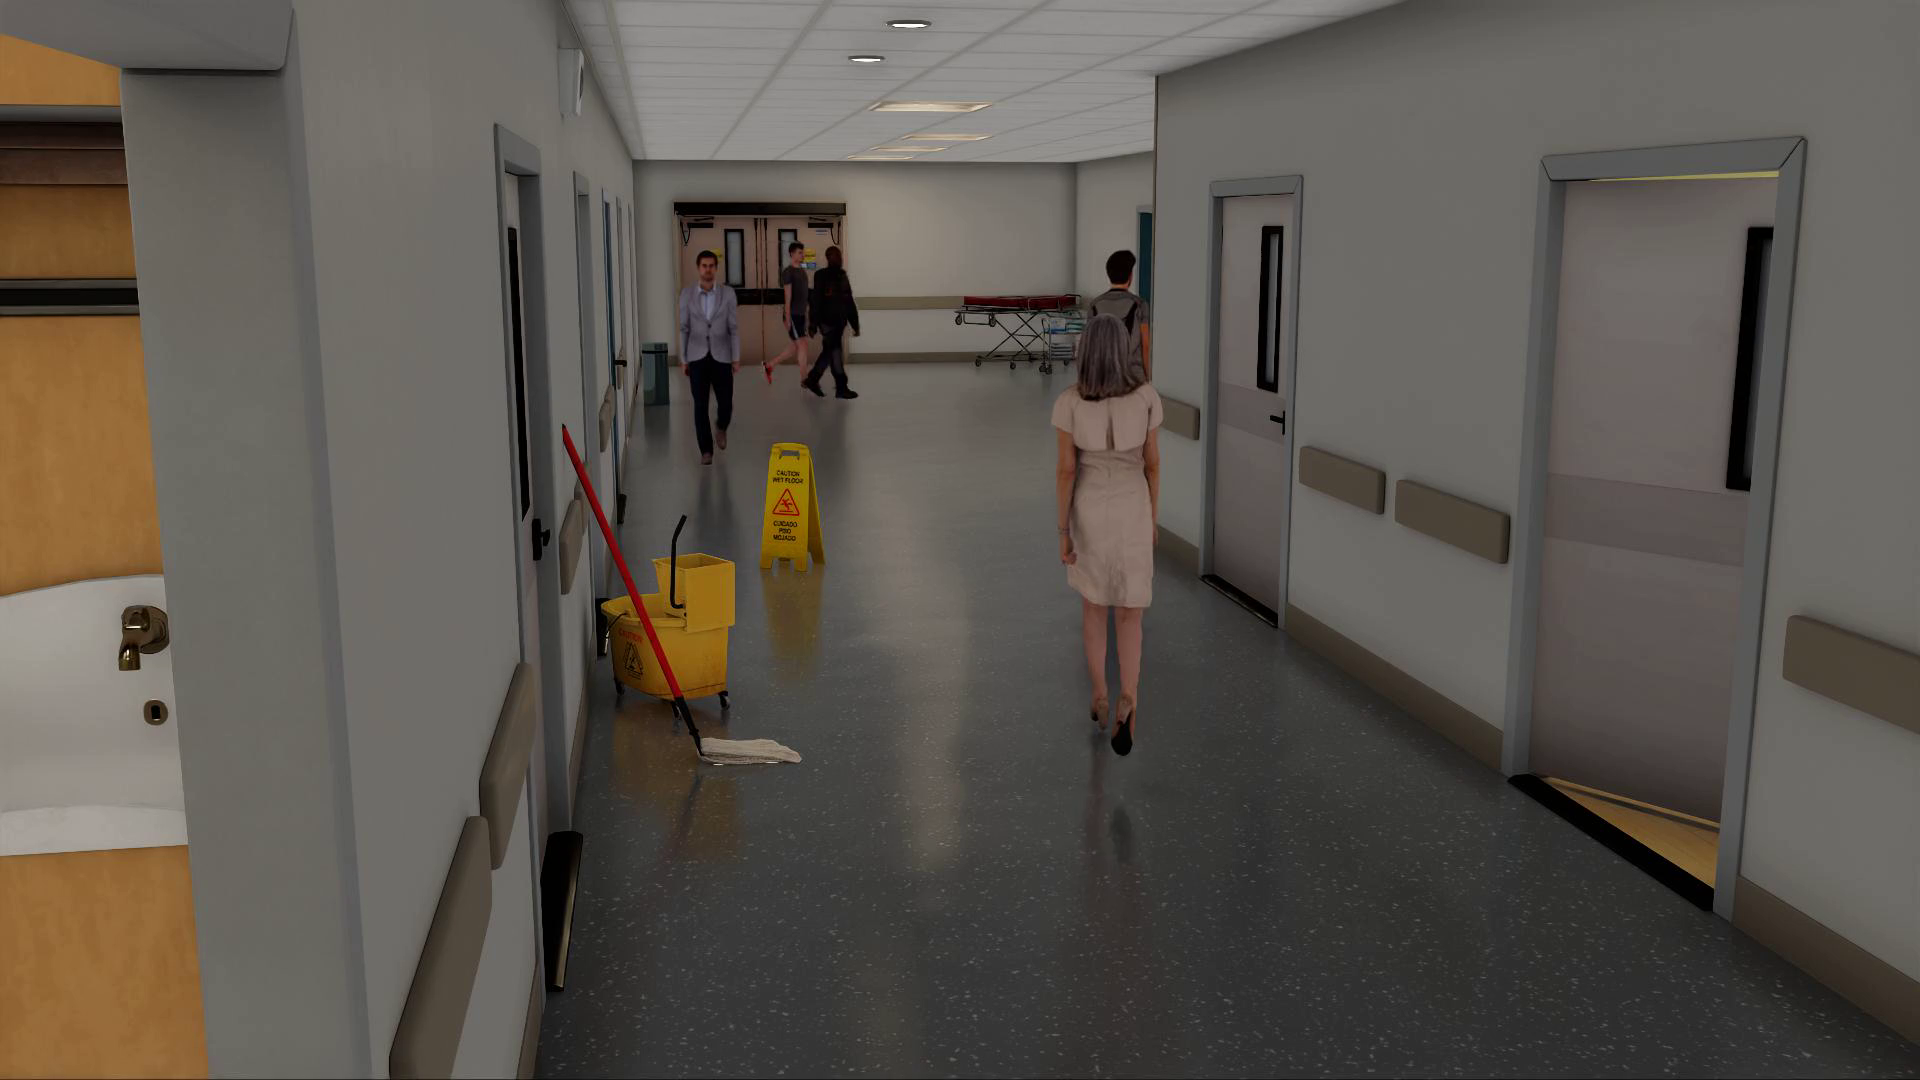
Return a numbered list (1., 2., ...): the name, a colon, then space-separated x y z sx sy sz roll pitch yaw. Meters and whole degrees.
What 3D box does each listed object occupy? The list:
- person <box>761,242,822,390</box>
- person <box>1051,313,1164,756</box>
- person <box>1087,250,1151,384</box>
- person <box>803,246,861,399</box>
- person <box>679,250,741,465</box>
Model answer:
1. person: -2.148 -2.796 20.904 1.071 1.828 1.138 4 11 18
2. person: 0.603 0.010 6.446 0.773 1.705 1.204 1 11 3
3. person: 1.126 -1.050 11.854 1.070 1.773 1.230 5 12 26
4. person: -1.616 -2.595 19.901 1.302 1.807 1.196 8 14 37
5. person: -2.188 -1.590 14.544 0.710 1.832 1.019 -1 11 -6
